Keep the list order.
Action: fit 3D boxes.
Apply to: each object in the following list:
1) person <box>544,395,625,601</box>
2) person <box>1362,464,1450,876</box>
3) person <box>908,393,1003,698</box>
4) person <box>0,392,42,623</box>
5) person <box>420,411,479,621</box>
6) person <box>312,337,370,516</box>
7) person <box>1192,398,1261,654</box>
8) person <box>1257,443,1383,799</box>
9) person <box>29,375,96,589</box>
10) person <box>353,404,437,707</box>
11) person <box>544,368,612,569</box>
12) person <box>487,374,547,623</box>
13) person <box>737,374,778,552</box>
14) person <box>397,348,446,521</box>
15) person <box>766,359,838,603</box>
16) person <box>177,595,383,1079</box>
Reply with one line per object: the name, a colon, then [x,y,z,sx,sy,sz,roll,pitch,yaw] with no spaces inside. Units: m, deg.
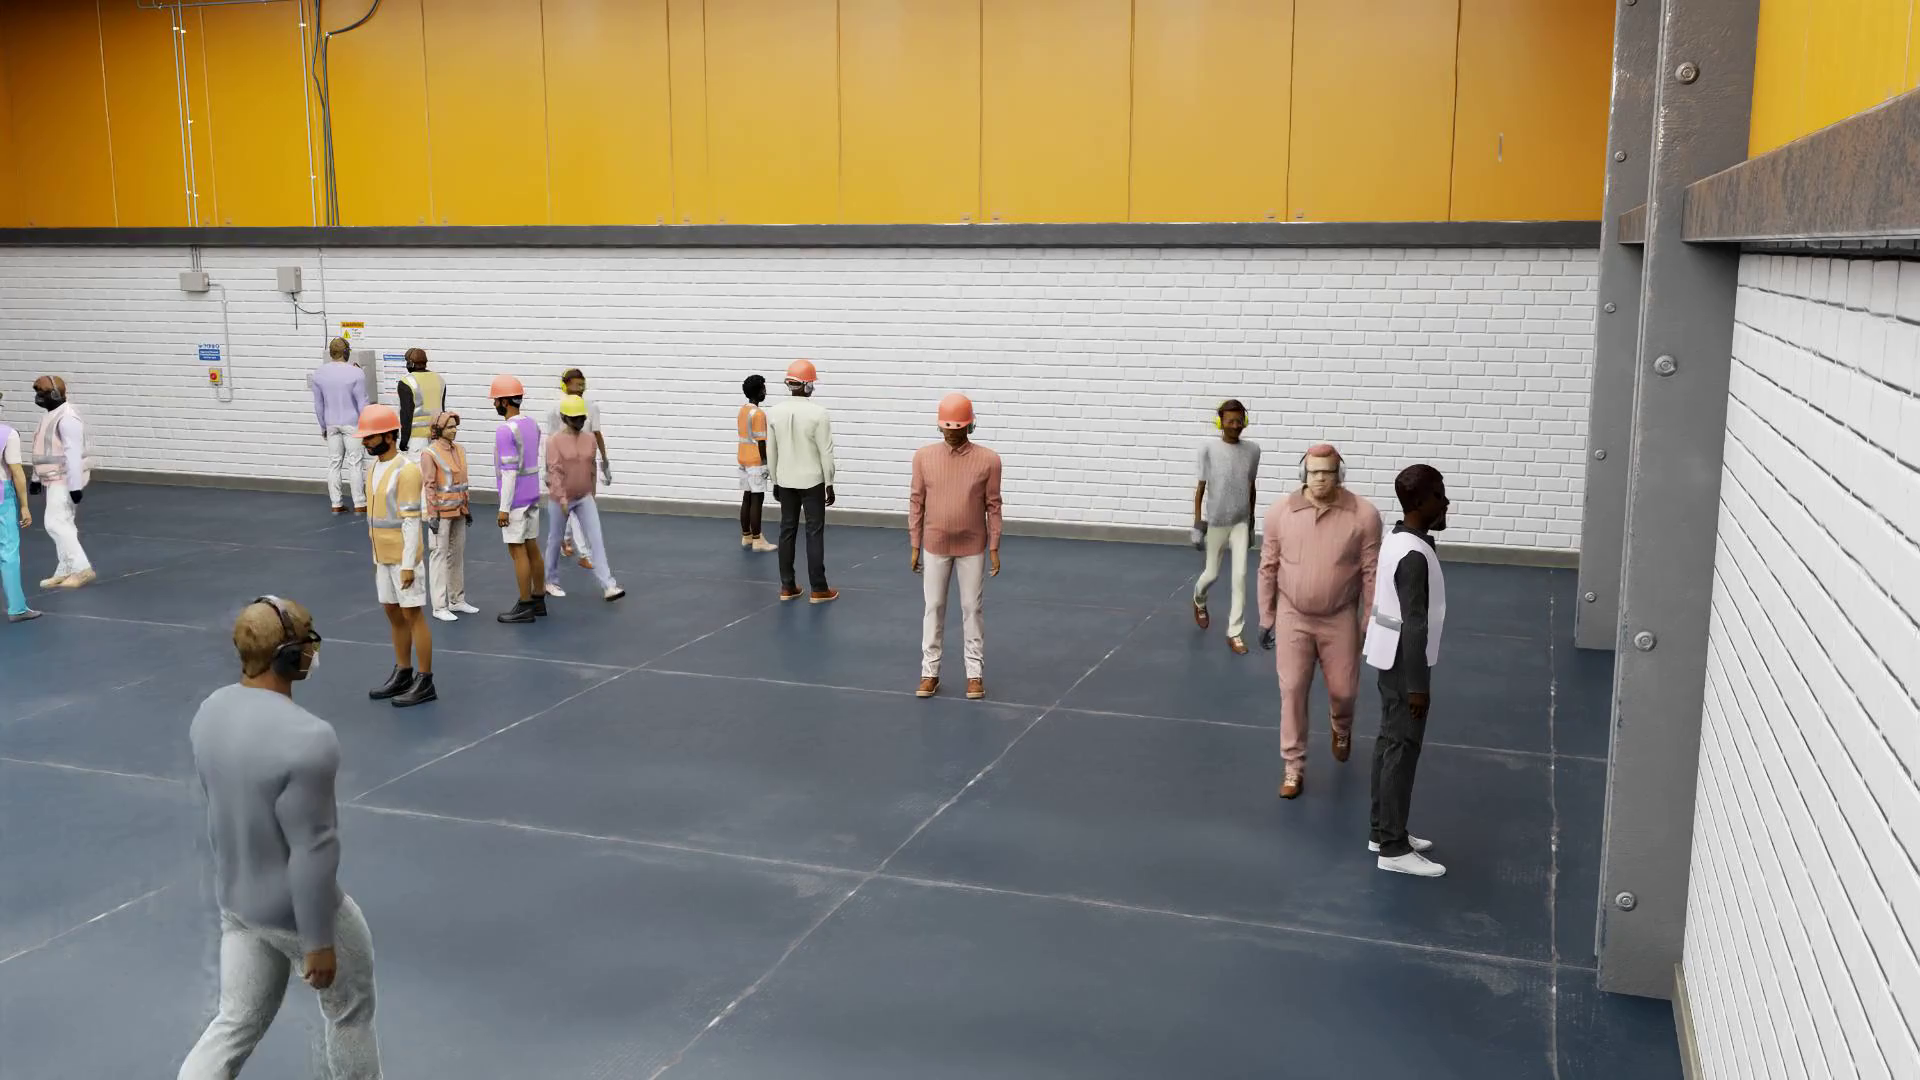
person: [-3.153,-0.337,13.660,0.929,1.711,0.523,10,14,44]
person: [2.094,0.596,7.803,0.392,1.922,0.591,1,10,6]
person: [-0.033,0.041,10.747,0.611,1.985,0.393,1,10,6]
person: [-7.495,-0.262,12.867,0.569,1.835,0.398,0,10,2]
person: [-4.016,-0.195,13.048,0.306,1.640,0.522,3,10,16]
person: [-6.664,-1.224,18.004,0.630,1.940,0.372,2,10,10]
person: [1.930,-0.140,12.209,0.512,1.840,0.845,-2,10,-10]
person: [1.936,0.404,8.976,0.667,1.888,0.741,3,11,16]
person: [-7.672,-0.496,14.198,0.444,1.834,0.651,-8,13,-38]
person: [-3.619,0.098,10.588,0.540,1.929,0.381,9,13,41]
person: [-3.567,-0.690,15.330,0.528,1.829,0.959,-8,13,-39]
person: [-3.461,-0.319,12.913,0.377,1.932,0.552,2,10,11]
person: [-1.959,-0.737,15.938,0.317,1.696,0.537,-5,11,-27]
person: [-5.743,-1.124,17.713,0.428,1.842,0.631,5,11,25]
person: [-1.291,-0.480,13.649,0.611,1.996,0.379,5,11,25]
person: [-2.099,1.105,5.019,0.637,1.906,0.956,7,12,33]
